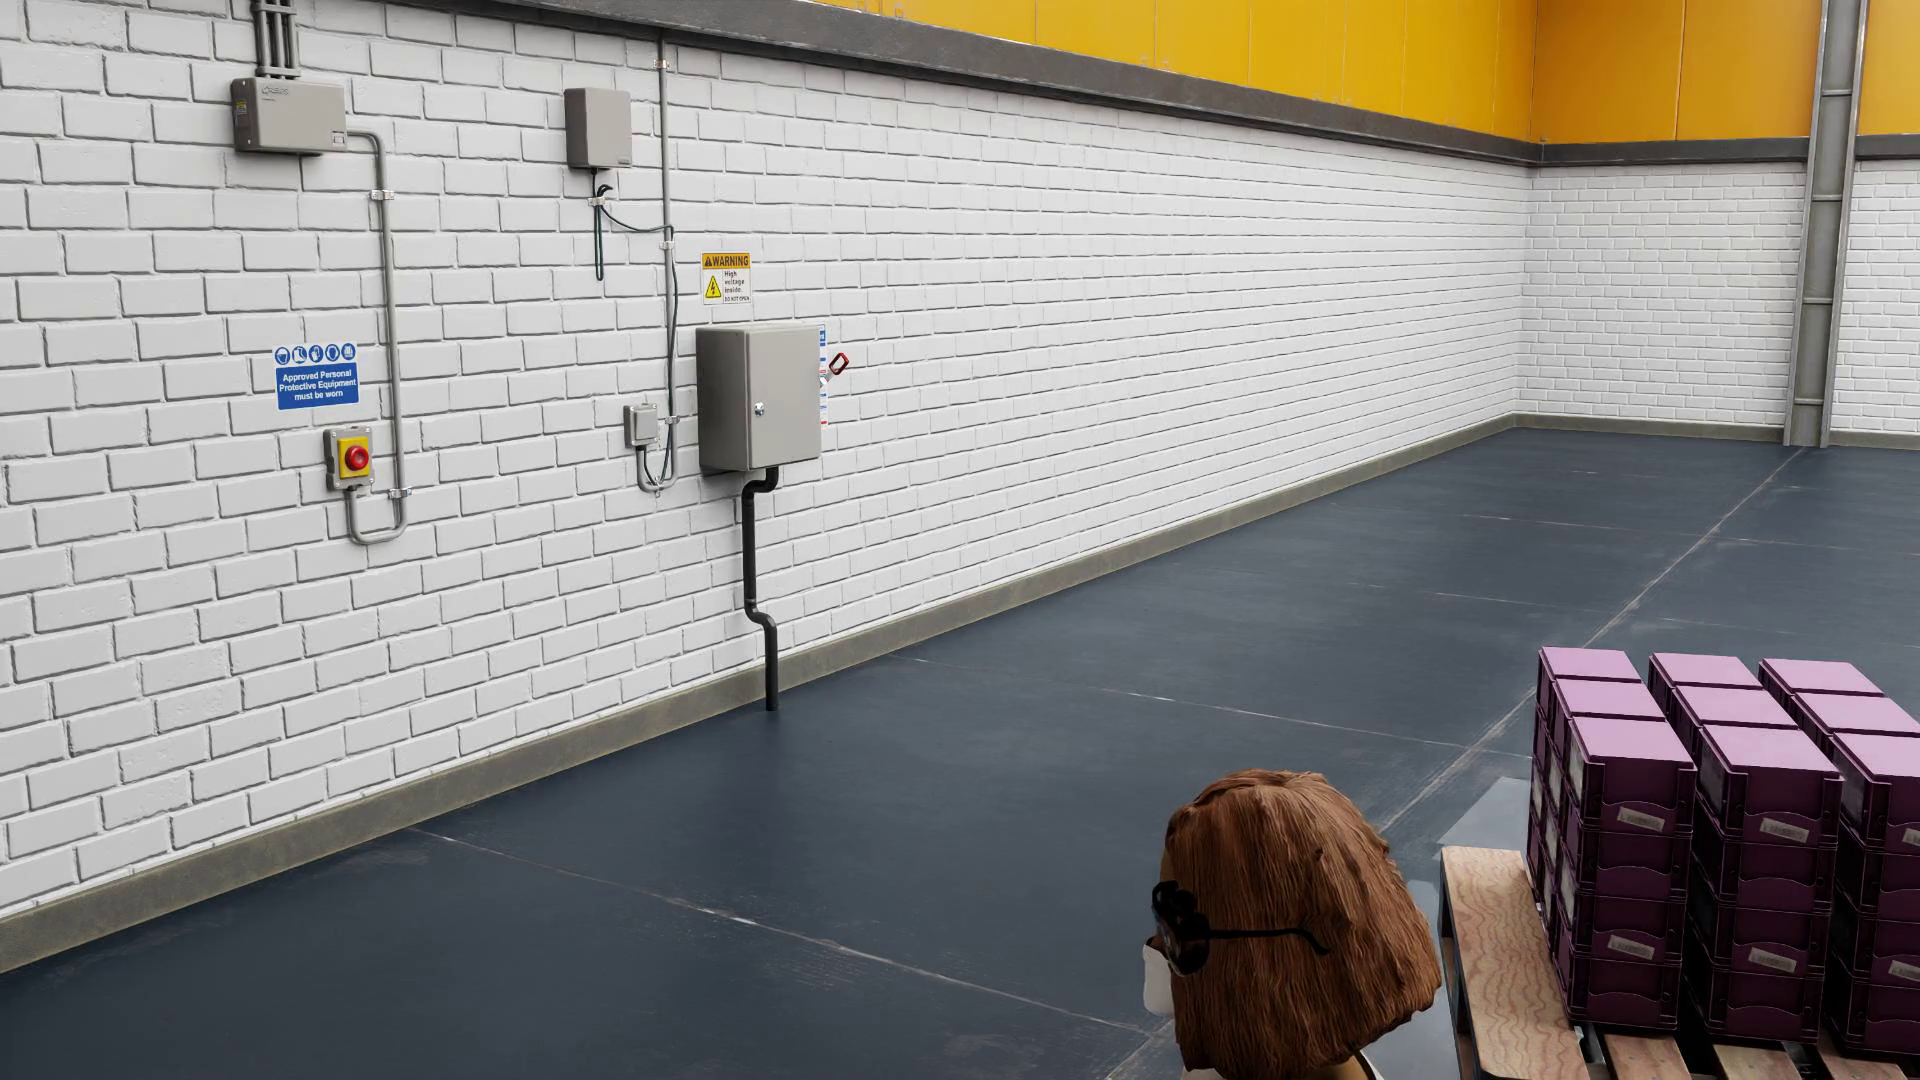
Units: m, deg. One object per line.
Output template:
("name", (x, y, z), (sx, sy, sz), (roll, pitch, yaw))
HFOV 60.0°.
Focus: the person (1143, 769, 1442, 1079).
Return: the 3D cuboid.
("person", (0.296, 1.009, 1.603), (0.266, 1.631, 0.507), (-2, 10, -10))
